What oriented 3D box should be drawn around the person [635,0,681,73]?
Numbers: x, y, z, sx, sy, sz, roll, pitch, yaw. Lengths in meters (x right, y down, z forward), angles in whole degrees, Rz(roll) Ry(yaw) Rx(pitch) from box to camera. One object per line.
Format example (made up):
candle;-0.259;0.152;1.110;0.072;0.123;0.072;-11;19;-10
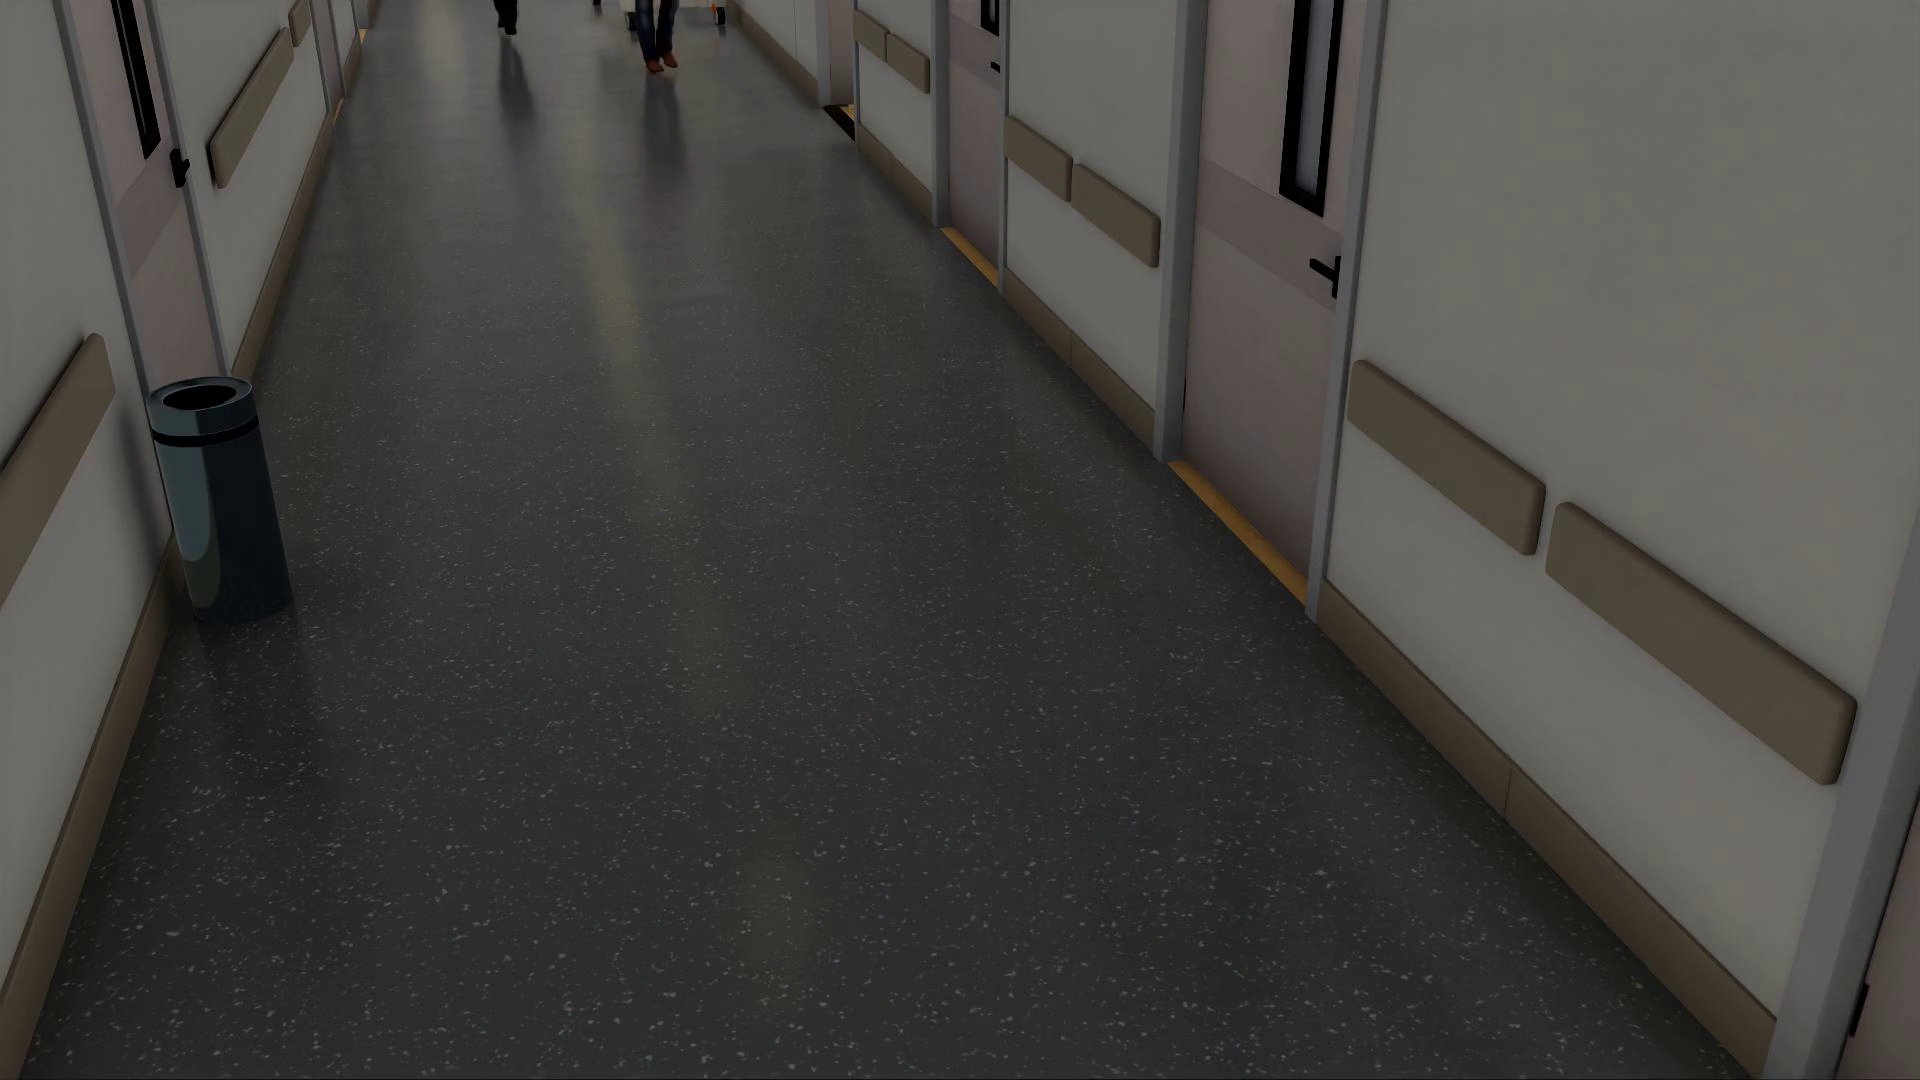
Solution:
person;-2.569;-4.761;13.495;0.647;1.838;0.789;-14;29;-27
